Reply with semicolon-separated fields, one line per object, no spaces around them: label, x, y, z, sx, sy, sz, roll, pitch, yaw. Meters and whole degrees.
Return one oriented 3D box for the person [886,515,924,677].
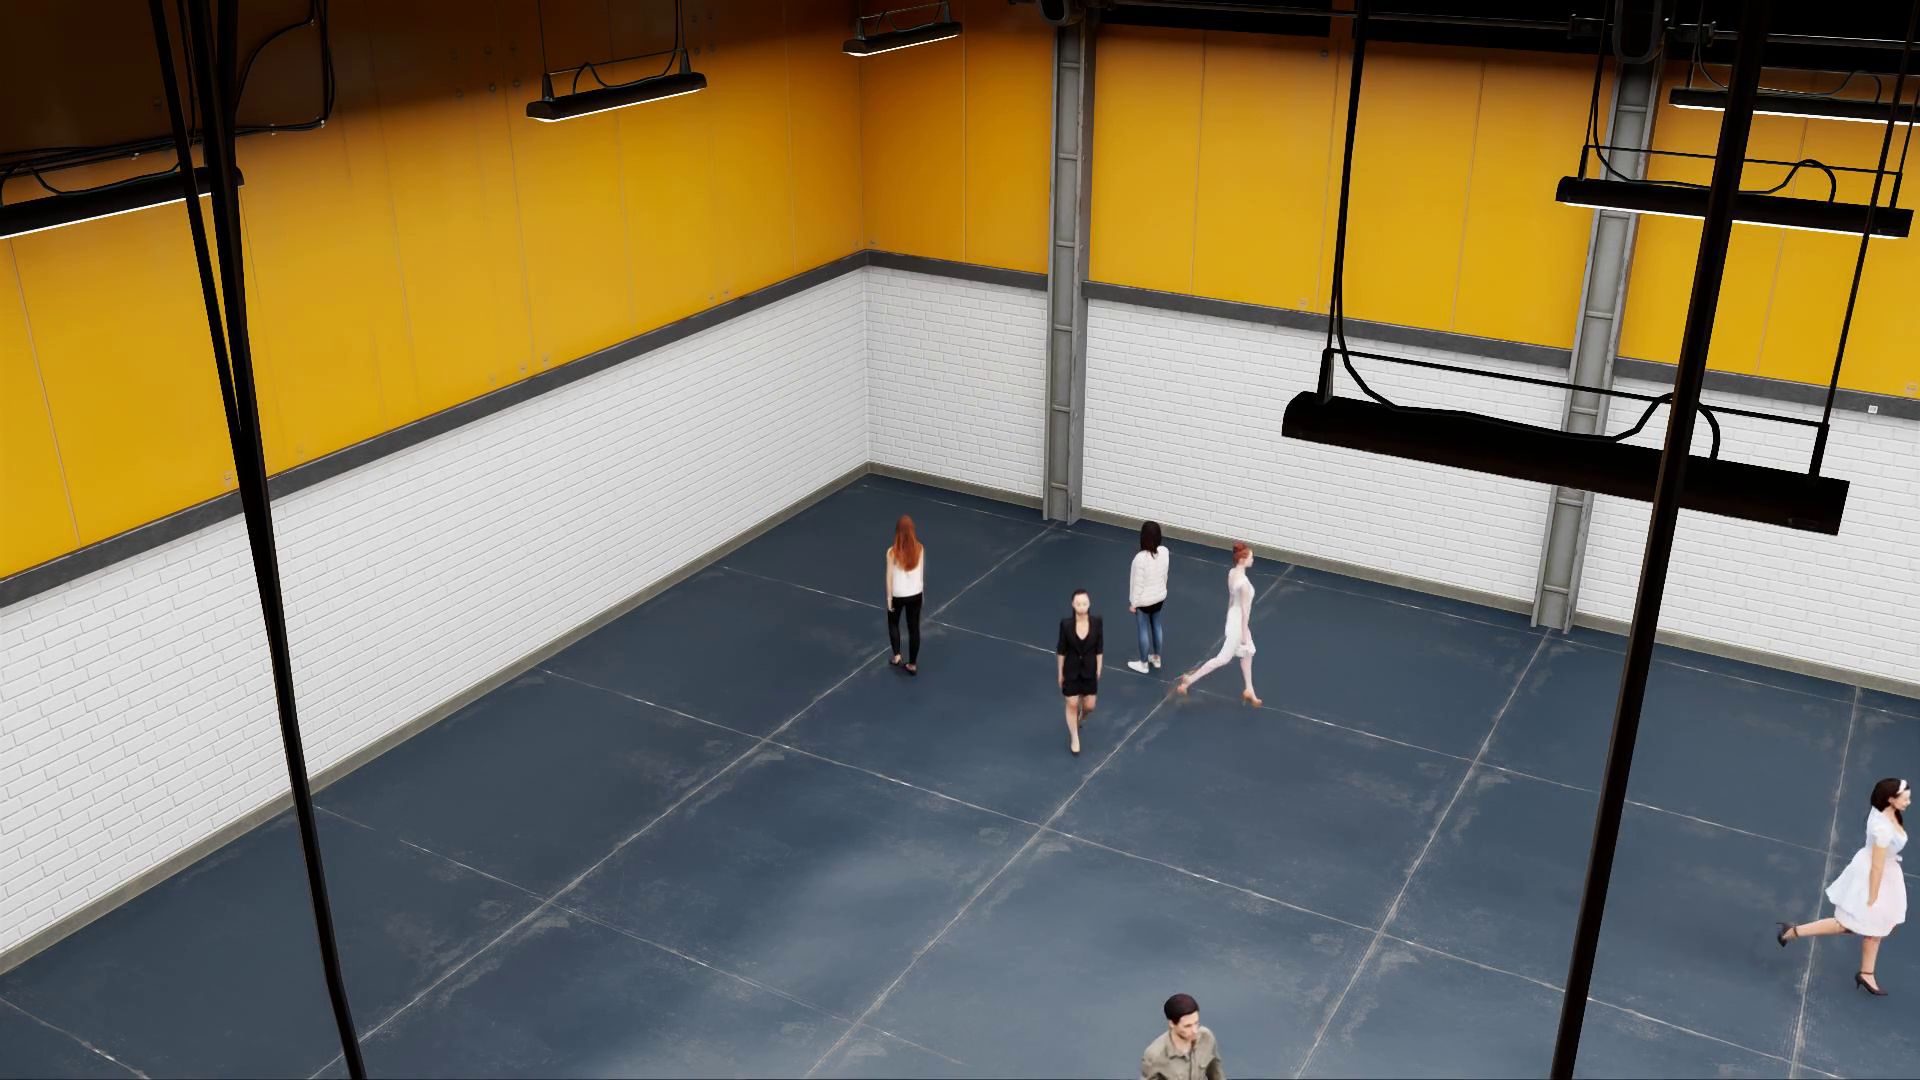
person;-0.520;0.596;16.822;0.703;1.710;0.762;-6;24;-14

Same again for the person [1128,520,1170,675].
person;1.929;0.571;16.971;0.696;1.636;0.672;-18;29;-35

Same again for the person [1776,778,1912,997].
person;6.615;2.540;12.271;1.036;1.794;0.636;13;27;27

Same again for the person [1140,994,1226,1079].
person;1.250;3.464;10.097;0.927;1.841;1.055;-16;28;-32

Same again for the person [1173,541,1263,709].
person;2.573;0.869;16.134;1.174;1.761;0.979;-1;24;-1

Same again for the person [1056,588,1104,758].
person;1.090;1.204;15.464;0.781;1.684;0.833;-1;24;-3
